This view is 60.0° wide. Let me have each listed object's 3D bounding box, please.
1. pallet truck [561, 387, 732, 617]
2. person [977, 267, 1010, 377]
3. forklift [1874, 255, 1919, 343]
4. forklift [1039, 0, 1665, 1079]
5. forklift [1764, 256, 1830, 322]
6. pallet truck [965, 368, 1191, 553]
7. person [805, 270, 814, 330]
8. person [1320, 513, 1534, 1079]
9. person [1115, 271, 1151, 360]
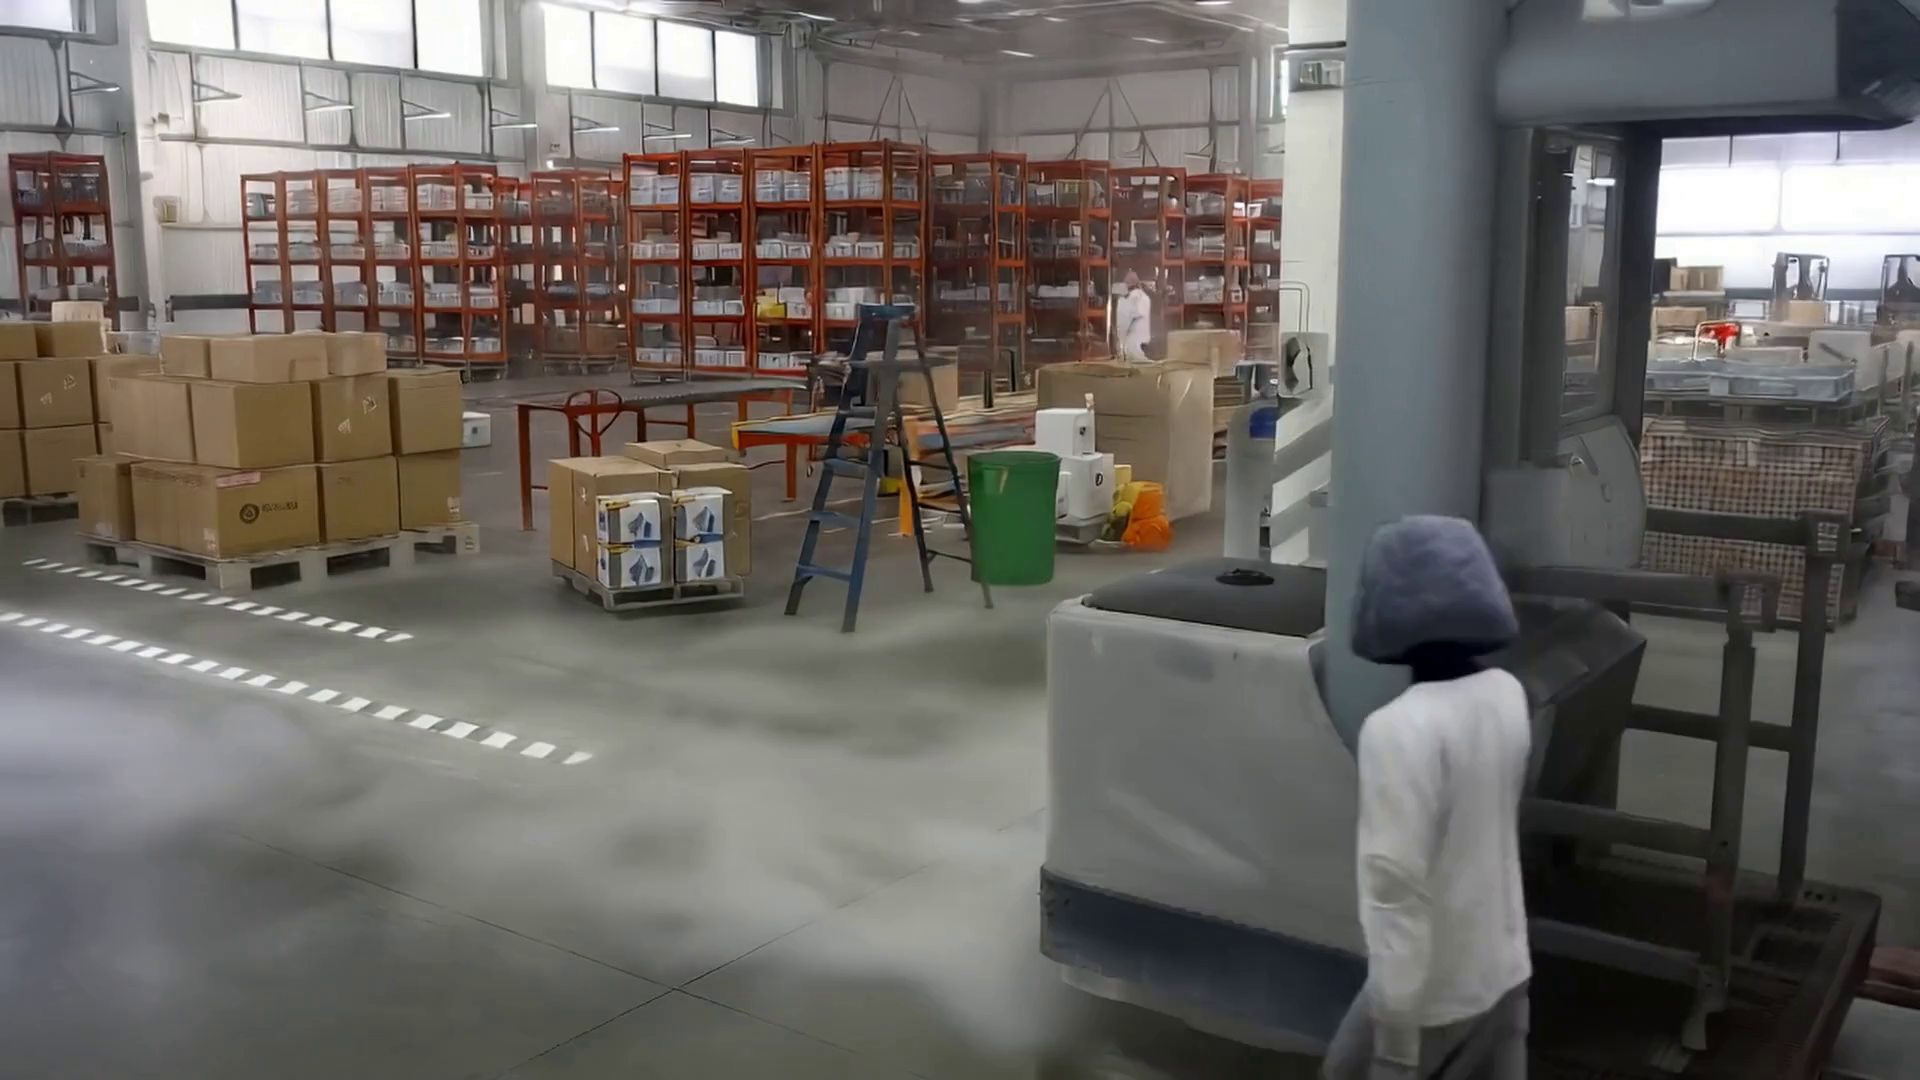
[{"bbox_3d":[-1.981,-0.274,10.088,0.680,1.201,1.601,-5,11,-28],"label":"pallet truck"},{"bbox_3d":[0.621,-3.817,28.996,0.920,1.968,0.615,6,11,32],"label":"person"},{"bbox_3d":[22.089,-5.634,38.796,1.157,1.987,2.680,6,11,33],"label":"forklift"},{"bbox_3d":[1.249,-0.137,4.360,1.873,2.768,1.129,7,12,35],"label":"forklift"},{"bbox_3d":[20.253,-5.854,40.139,1.157,1.987,2.680,7,12,35],"label":"forklift"},{"bbox_3d":[0.845,-0.609,11.869,1.630,1.274,0.653,7,12,35],"label":"pallet truck"},{"bbox_3d":[-2.810,-4.212,31.716,0.404,1.844,0.571,-1,10,-3],"label":"person"},{"bbox_3d":[0.750,0.748,2.902,0.521,1.595,0.814,-9,13,-42],"label":"person"},{"bbox_3d":[2.483,-2.873,23.635,0.822,1.883,0.650,-7,12,-34],"label":"person"}]
